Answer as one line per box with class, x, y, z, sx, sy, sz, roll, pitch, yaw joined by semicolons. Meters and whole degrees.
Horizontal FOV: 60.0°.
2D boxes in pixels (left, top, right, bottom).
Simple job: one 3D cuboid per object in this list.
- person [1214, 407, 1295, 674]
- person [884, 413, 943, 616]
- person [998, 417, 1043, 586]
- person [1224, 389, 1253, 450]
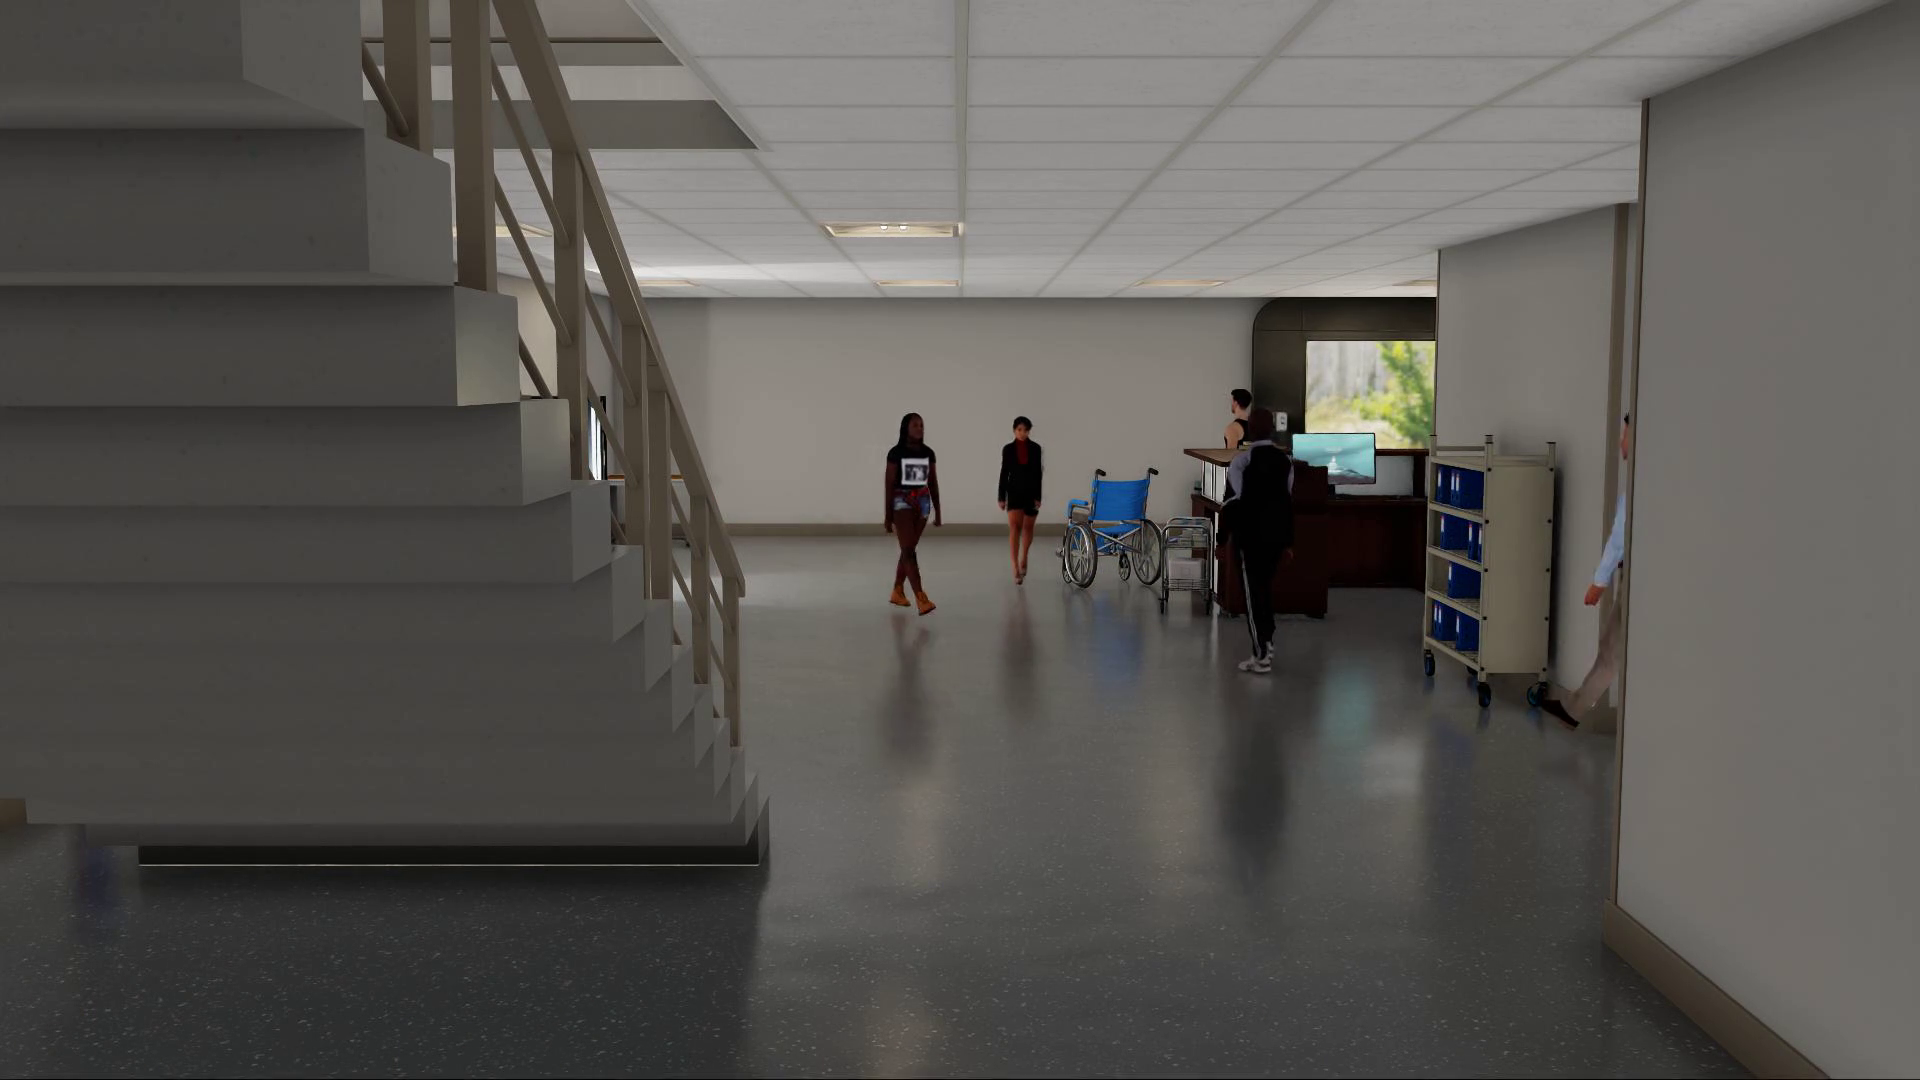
person;2.095;0.008;11.369;0.802;1.814;0.842;-3;6;-25
person;-0.459;-0.188;14.066;1.028;1.664;1.272;-3;7;-31
person;0.600;-0.361;16.149;0.614;1.591;1.041;0;6;-3
person;2.916;-0.619;17.208;0.769;1.892;0.820;-5;8;-43
